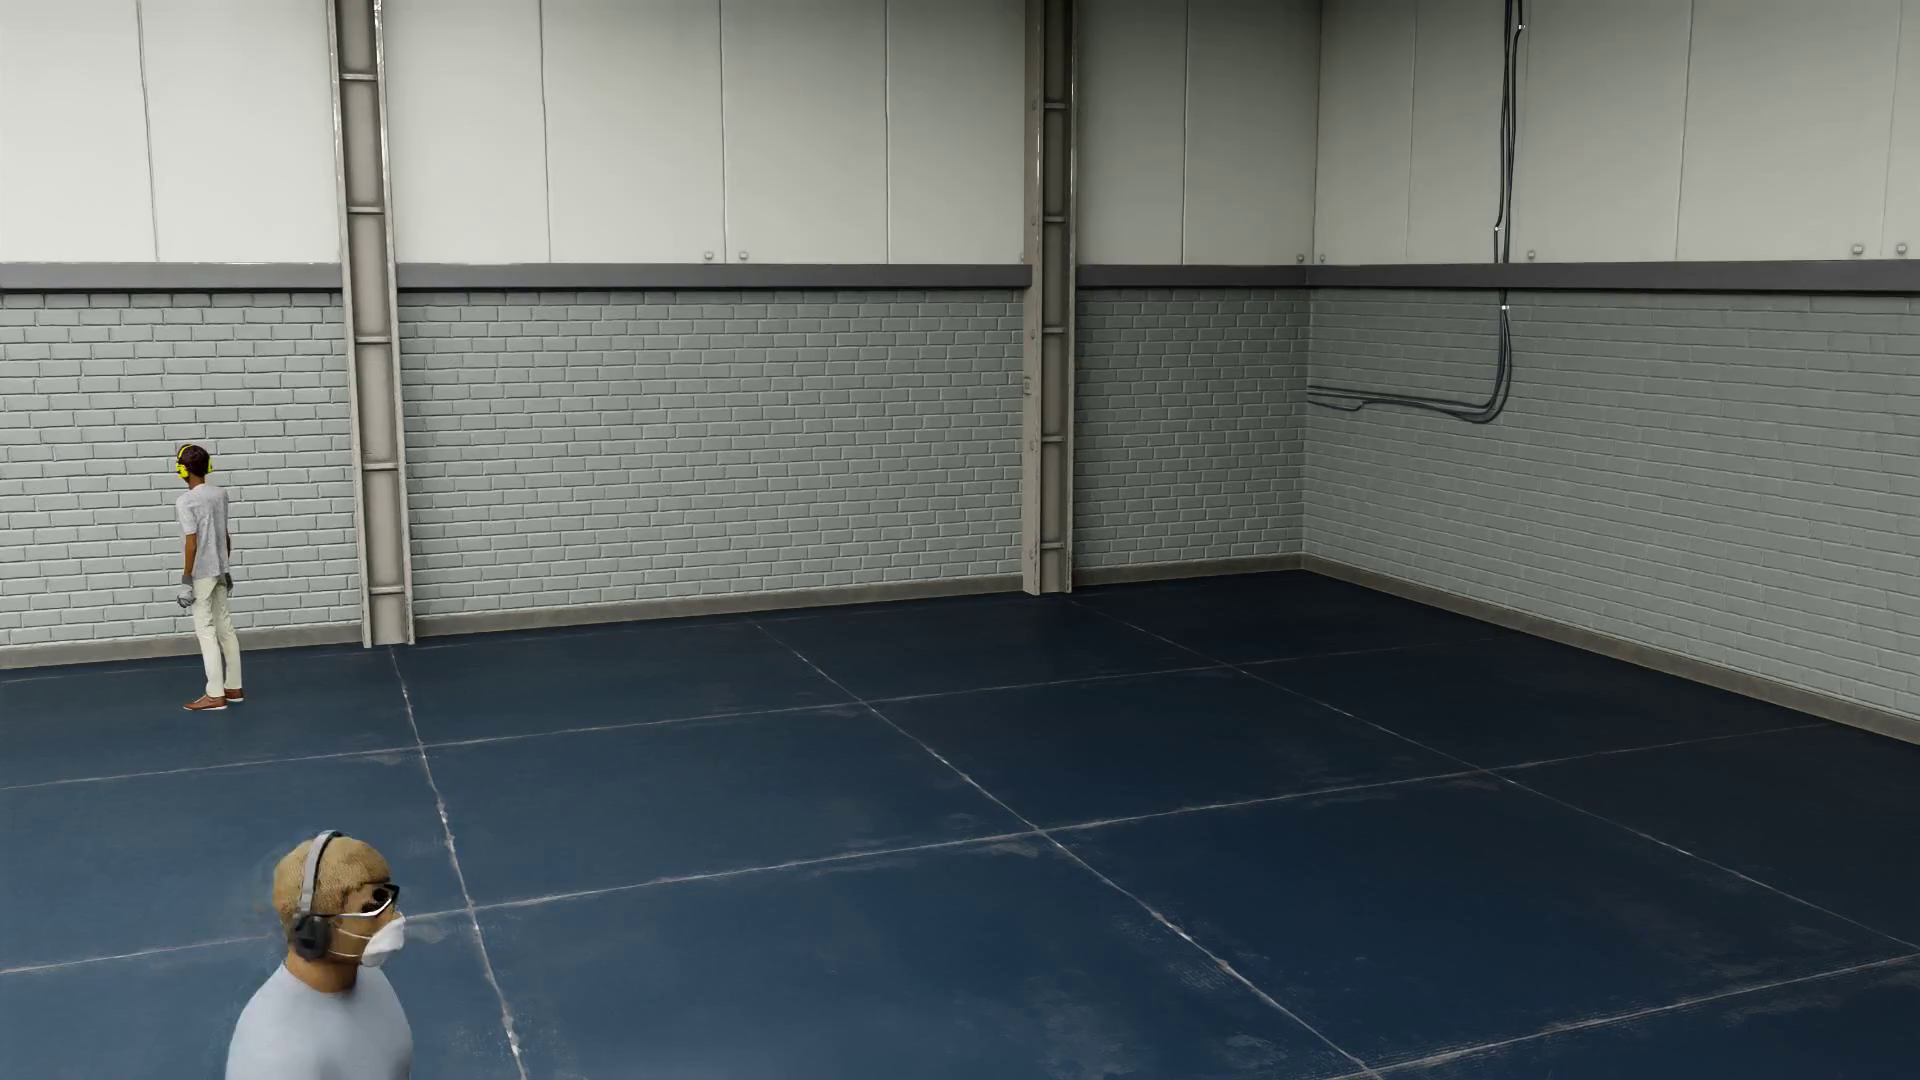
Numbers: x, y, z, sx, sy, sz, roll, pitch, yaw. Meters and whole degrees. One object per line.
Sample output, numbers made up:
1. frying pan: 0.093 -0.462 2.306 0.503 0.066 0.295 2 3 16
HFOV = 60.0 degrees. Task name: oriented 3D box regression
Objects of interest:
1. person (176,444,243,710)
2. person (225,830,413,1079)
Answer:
1. person: -5.286 0.262 11.632 0.323 1.862 0.518 2 9 11
2. person: -1.245 1.533 3.449 0.442 1.921 0.641 0 9 0
